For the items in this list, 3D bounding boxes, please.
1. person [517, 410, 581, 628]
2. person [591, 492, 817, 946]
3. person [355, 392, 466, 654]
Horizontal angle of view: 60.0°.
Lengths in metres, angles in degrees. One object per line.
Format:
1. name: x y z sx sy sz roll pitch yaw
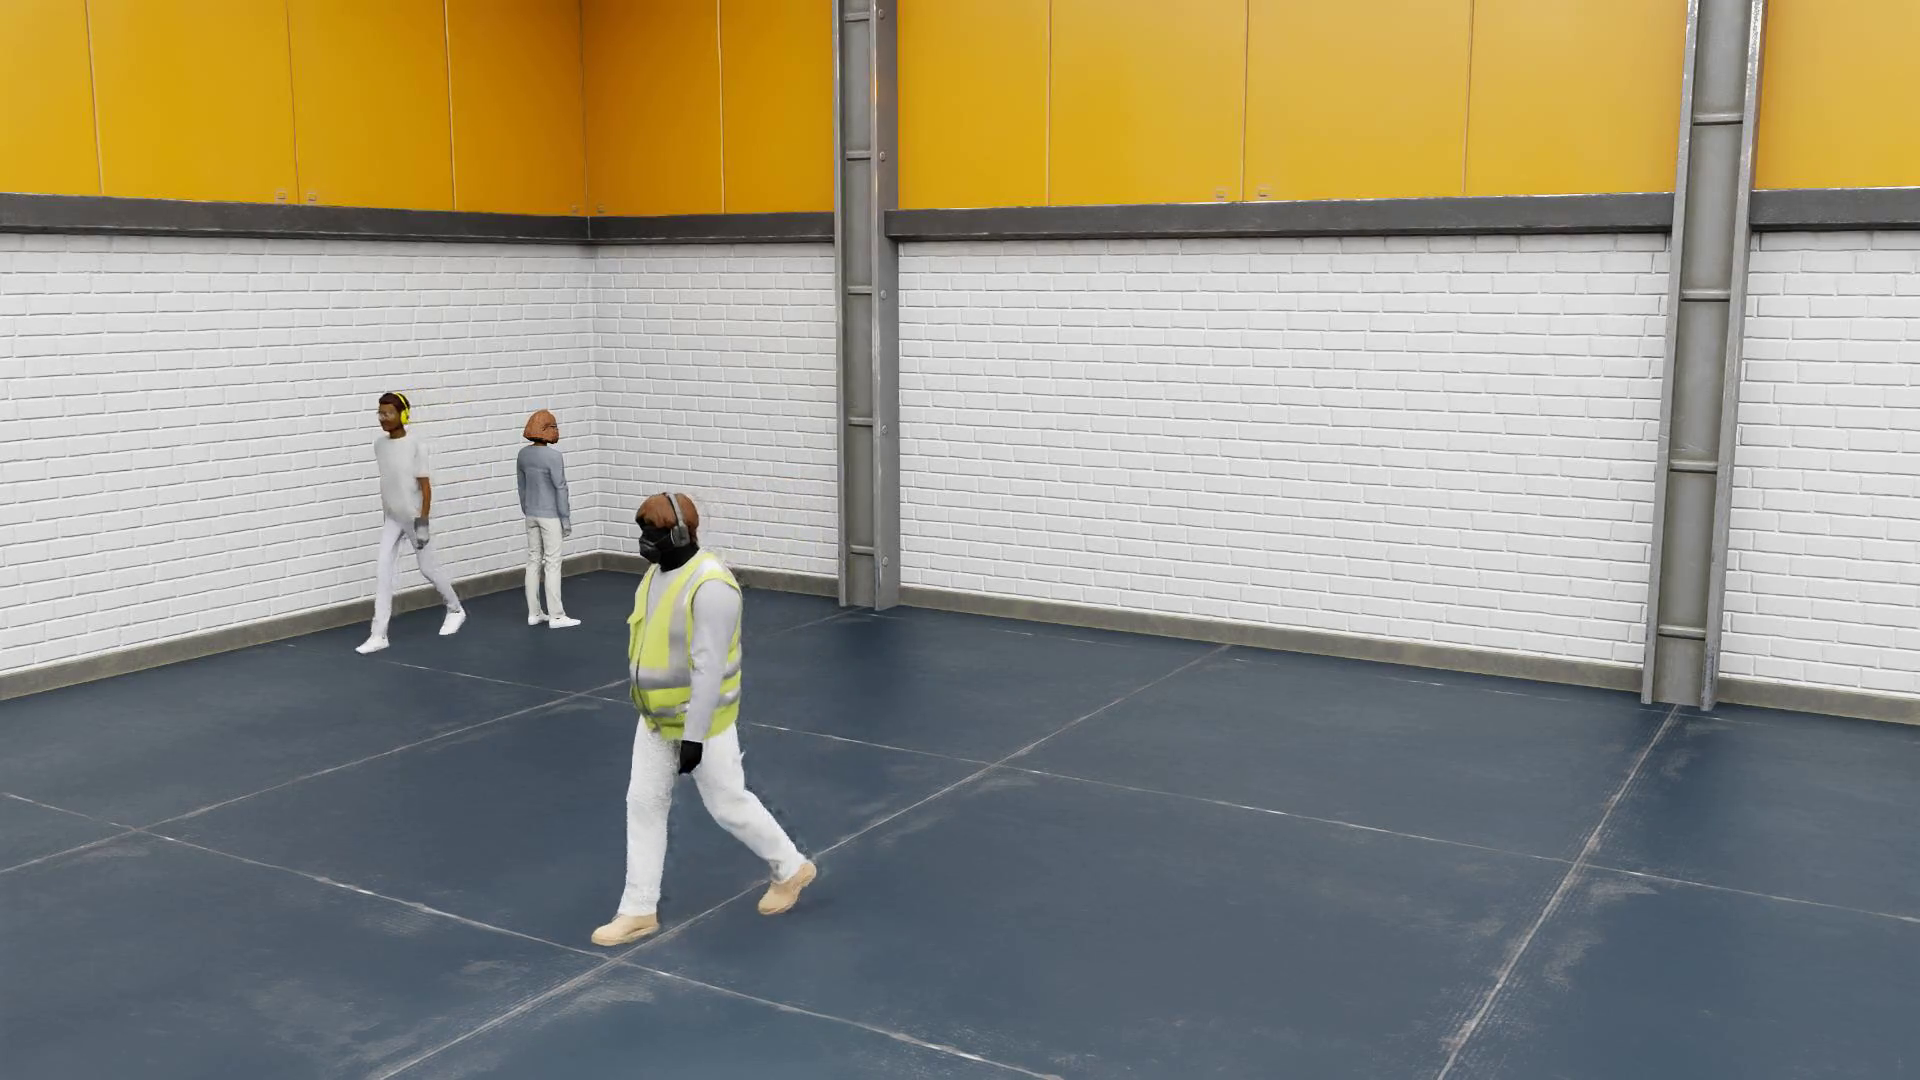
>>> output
1. person: -3.103 -0.156 12.463 0.498 1.633 0.285 6 11 35
2. person: -1.022 0.691 6.668 0.896 1.807 0.623 -8 12 -40
3. person: -3.939 -0.158 11.908 0.533 1.827 0.993 4 10 22
